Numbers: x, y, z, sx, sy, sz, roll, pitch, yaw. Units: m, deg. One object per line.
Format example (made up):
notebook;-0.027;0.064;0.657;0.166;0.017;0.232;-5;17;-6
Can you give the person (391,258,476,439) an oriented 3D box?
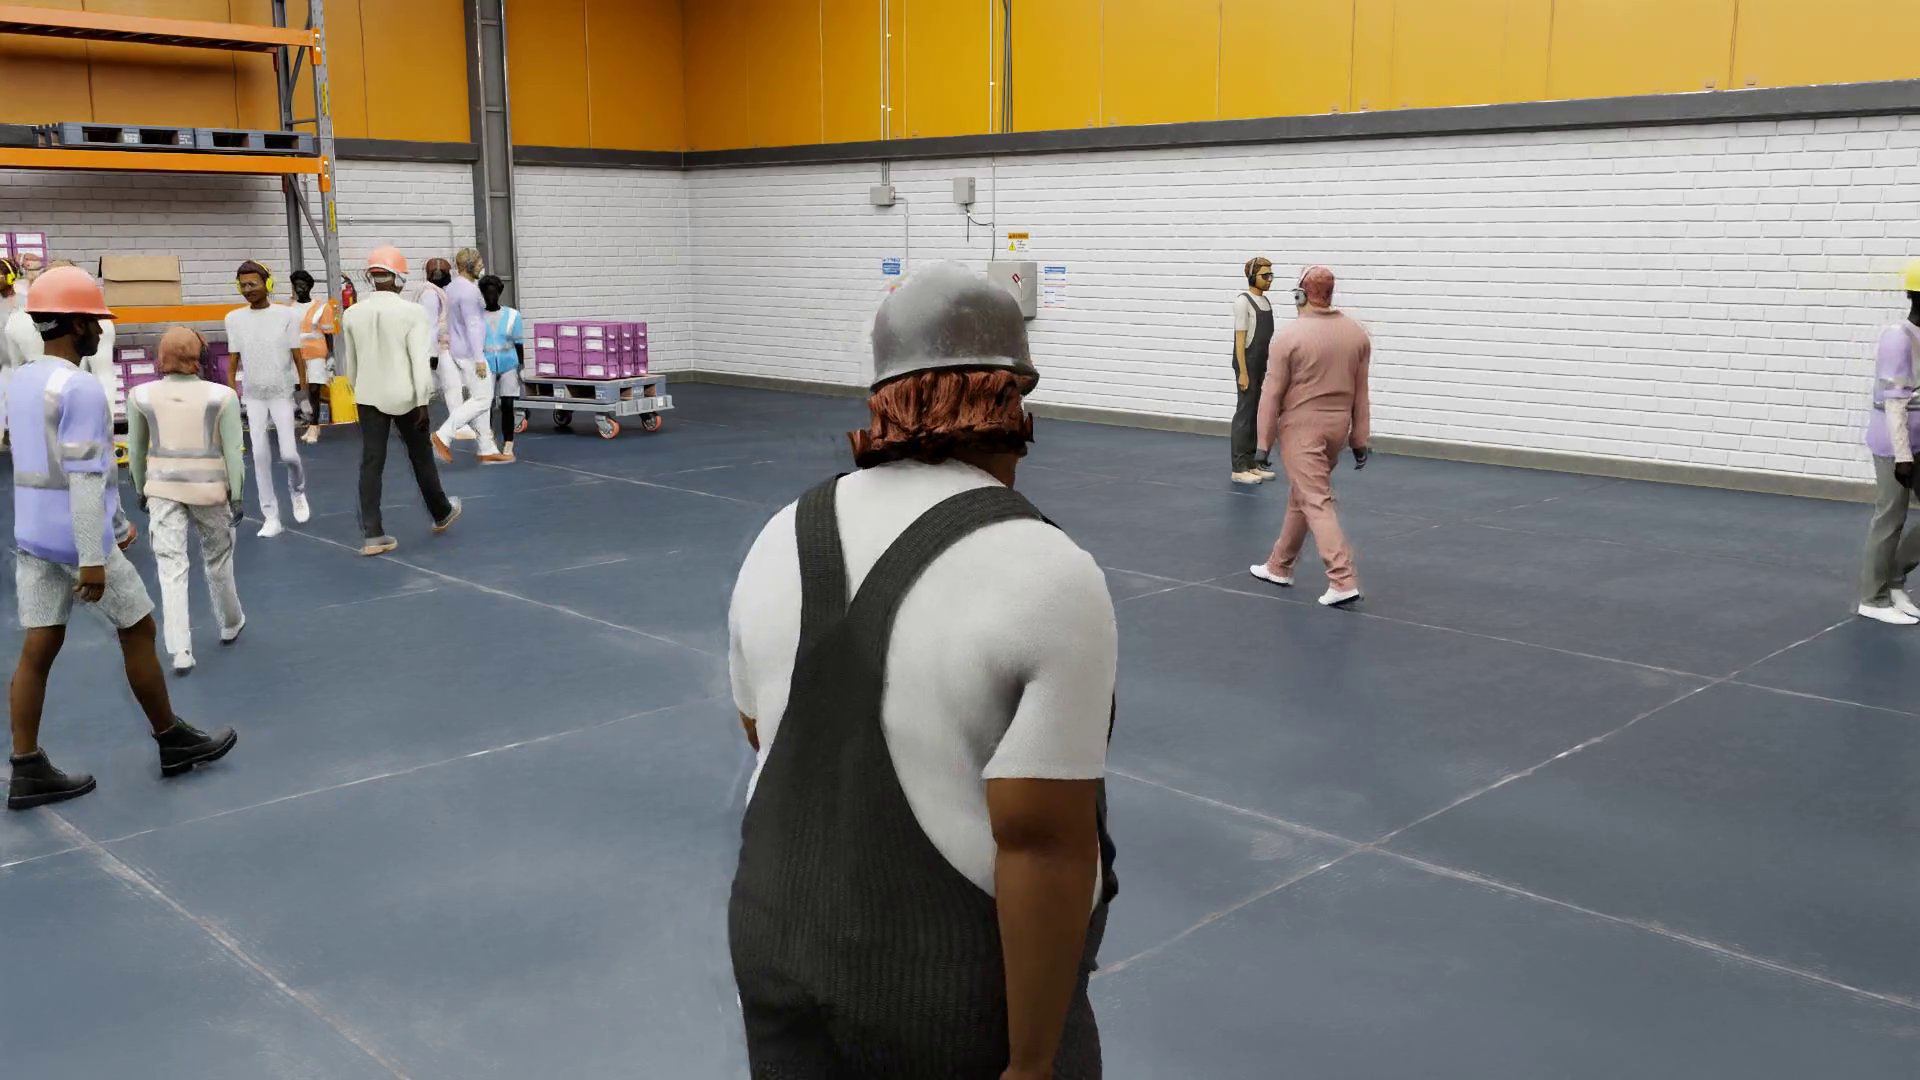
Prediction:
person;-5.247;-1.889;16.510;0.858;1.814;0.663;-3;11;-14

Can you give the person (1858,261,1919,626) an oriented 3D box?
person;4.919;-0.494;8.586;0.599;1.908;0.438;-8;13;-36

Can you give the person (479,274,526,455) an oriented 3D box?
person;-4.175;-1.544;14.939;0.542;1.677;0.474;-3;11;-16

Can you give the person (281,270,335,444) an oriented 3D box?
person;-6.385;-1.784;16.242;0.545;1.689;0.458;0;10;-2

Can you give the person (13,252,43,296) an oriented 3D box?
person;-8.447;-1.668;15.105;0.406;1.881;0.721;-6;12;-30

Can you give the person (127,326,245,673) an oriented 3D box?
person;-3.653;-0.210;7.899;0.527;1.592;0.858;-3;11;-14

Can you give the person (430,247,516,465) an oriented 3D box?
person;-4.284;-1.580;14.473;0.709;1.923;0.669;-4;11;-22

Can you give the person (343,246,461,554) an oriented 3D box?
person;-3.665;-0.926;10.857;0.631;1.933;1.039;2;10;8

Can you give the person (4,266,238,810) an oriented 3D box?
person;-3.126;-0.026;6.050;0.562;1.899;0.925;7;12;32

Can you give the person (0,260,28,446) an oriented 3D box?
person;-8.121;-1.486;14.273;0.513;1.818;0.980;3;11;18

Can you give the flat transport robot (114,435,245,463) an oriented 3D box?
flat transport robot;-7.278;-0.839;14.945;0.652;0.197;1.431;7;13;34

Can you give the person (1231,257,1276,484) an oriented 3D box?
person;2.420;-1.392;13.667;0.345;1.846;0.506;7;12;33

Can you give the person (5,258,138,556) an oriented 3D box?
person;-5.379;-0.753;10.089;0.641;1.879;1.032;-2;11;-9

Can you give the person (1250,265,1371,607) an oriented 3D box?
person;1.947;-0.585;9.249;0.659;1.861;1.021;-6;12;-29

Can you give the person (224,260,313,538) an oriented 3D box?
person;-4.667;-0.955;11.259;0.557;1.855;0.474;-1;10;-6
